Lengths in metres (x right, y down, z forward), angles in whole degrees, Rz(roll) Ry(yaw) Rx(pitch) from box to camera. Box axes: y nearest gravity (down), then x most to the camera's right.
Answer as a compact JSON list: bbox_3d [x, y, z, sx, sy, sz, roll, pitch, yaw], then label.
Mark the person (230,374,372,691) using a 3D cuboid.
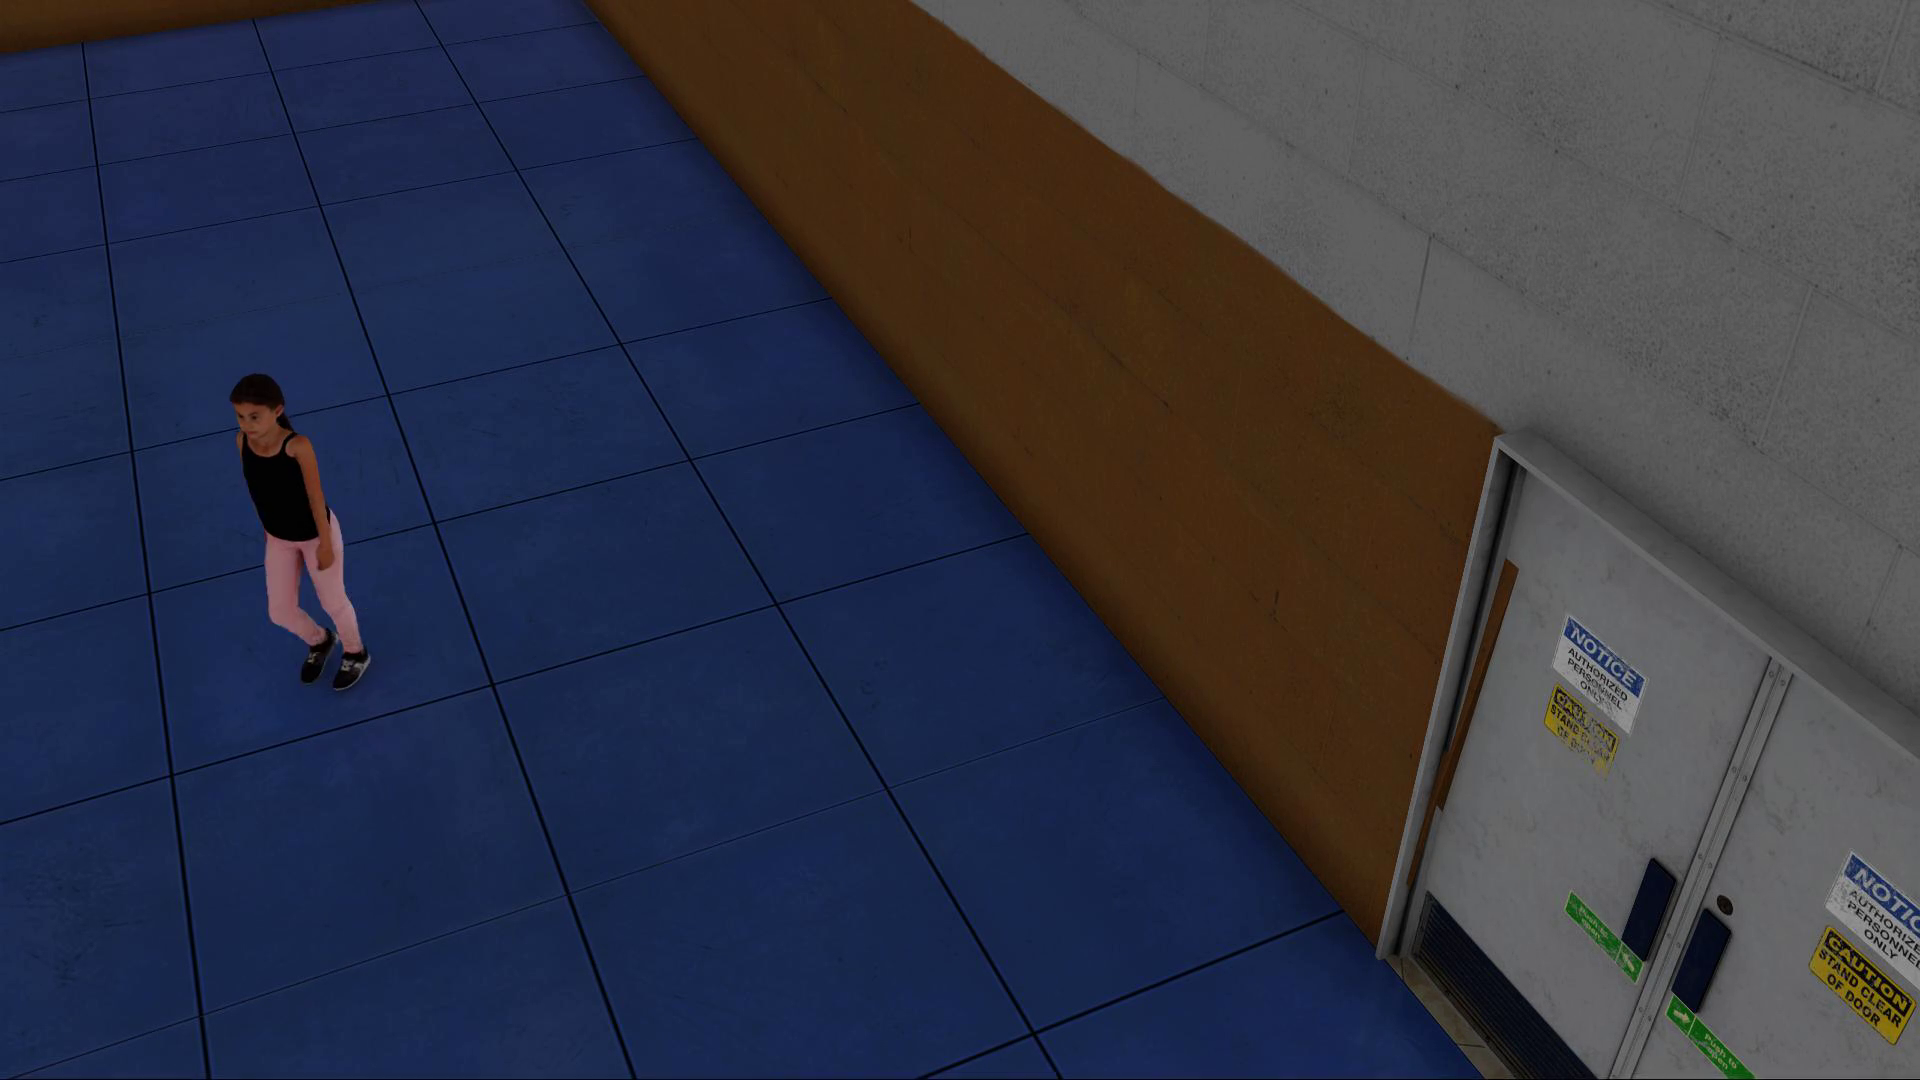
[{"bbox_3d":[-2.738,-0.057,7.003,0.628,1.553,0.697,5,37,7],"label":"person"}]
